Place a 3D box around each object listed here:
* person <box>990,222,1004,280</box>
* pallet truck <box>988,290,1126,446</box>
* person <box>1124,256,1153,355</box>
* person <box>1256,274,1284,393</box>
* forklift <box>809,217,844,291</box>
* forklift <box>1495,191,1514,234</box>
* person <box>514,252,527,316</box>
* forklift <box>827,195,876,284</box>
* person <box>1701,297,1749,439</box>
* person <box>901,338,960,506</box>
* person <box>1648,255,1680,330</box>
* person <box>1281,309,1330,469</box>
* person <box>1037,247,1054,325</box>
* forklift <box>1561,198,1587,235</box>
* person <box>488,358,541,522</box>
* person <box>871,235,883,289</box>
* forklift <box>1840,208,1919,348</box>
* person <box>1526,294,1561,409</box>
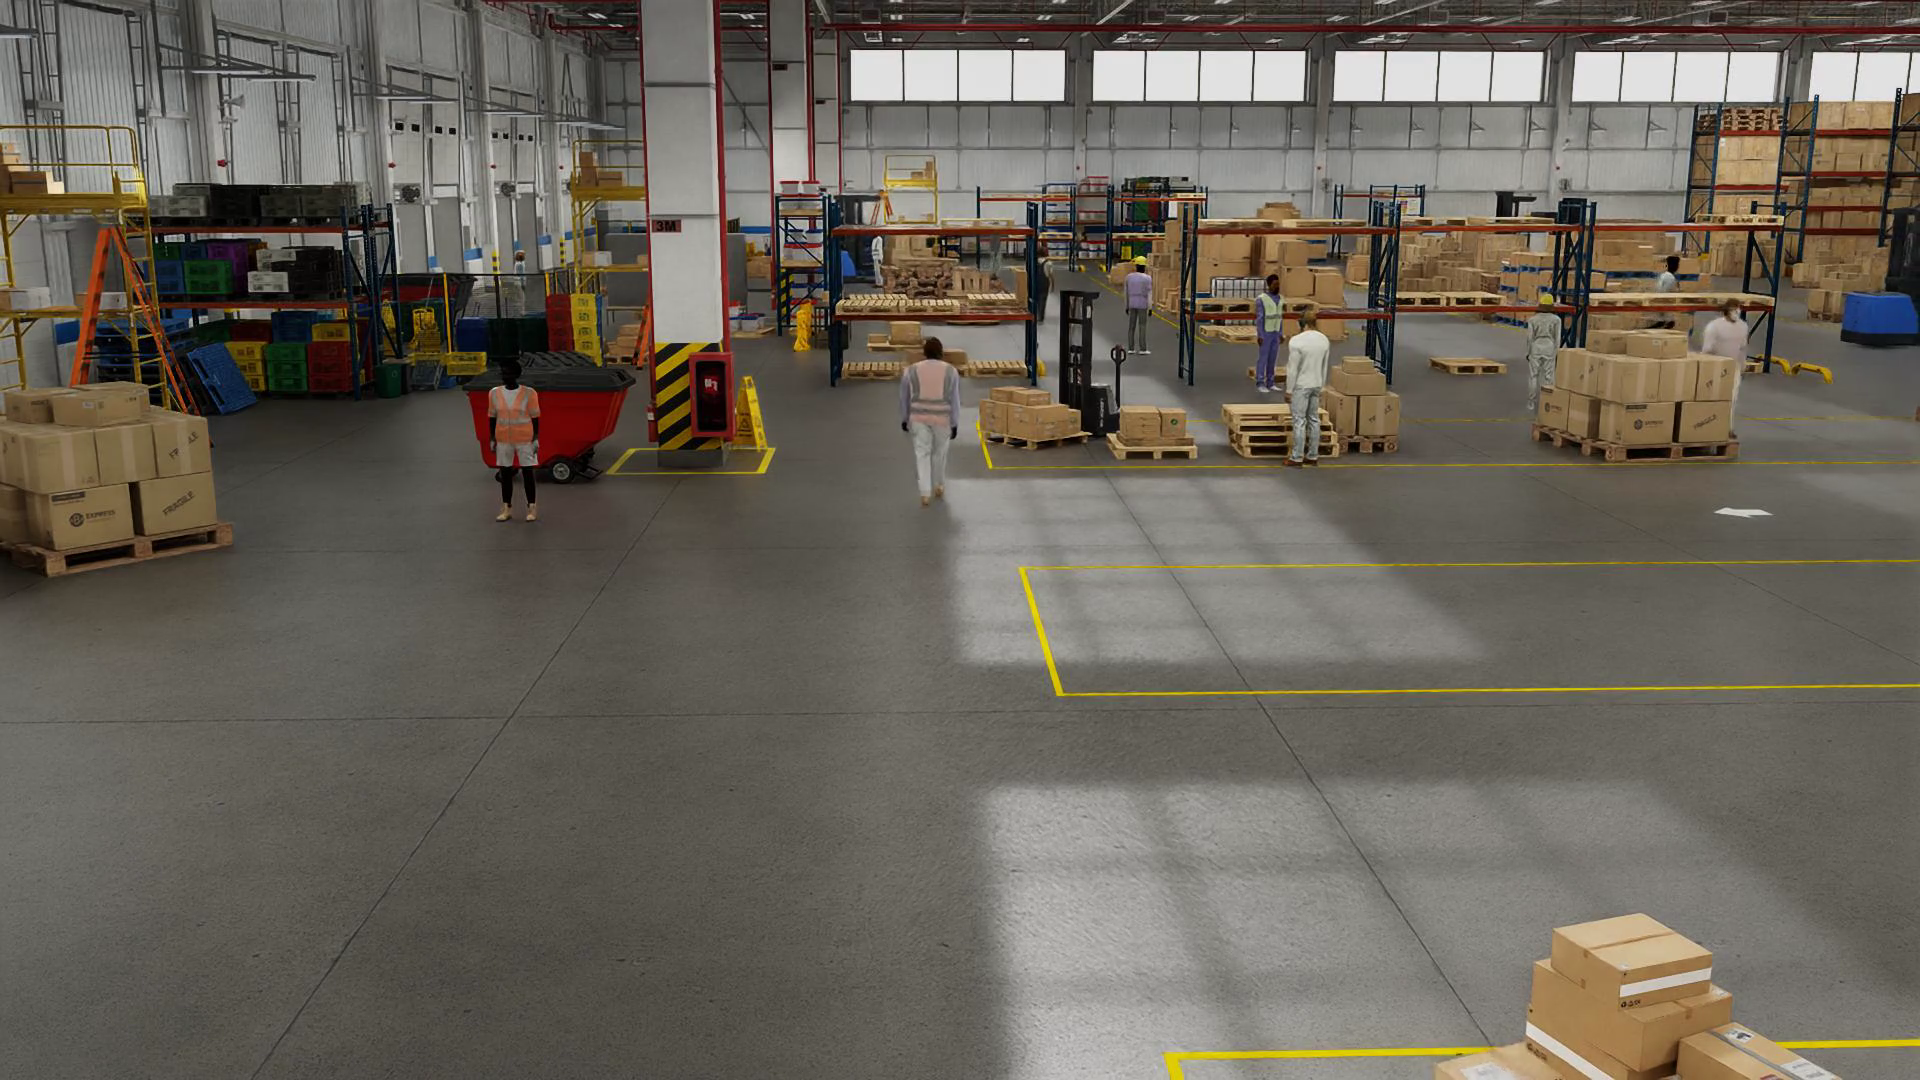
[{"bbox_3d":[1.224,-9.548,55.009,0.519,1.921,0.628,-3,13,-15],"label":"person"},{"bbox_3d":[1.257,-2.299,22.111,1.885,1.965,0.823,-9,15,-35],"label":"pallet truck"},{"bbox_3d":[3.520,-4.605,32.684,0.594,1.925,0.379,9,15,34],"label":"person"},{"bbox_3d":[5.039,-3.358,27.071,0.596,1.918,0.379,-10,16,-39],"label":"person"},{"bbox_3d":[-4.375,-8.619,48.637,1.873,2.768,1.129,0,12,-2],"label":"forklift"},{"bbox_3d":[20.513,-11.778,62.897,1.873,2.768,1.129,0,12,-2],"label":"forklift"},{"bbox_3d":[-10.762,-6.236,40.724,0.318,1.629,0.529,-6,14,-24],"label":"person"},{"bbox_3d":[-3.663,-9.509,52.653,1.873,2.768,1.129,-7,14,-29],"label":"forklift"},{"bbox_3d":[10.292,-2.349,22.544,0.660,1.912,0.721,-3,13,-12],"label":"person"},{"bbox_3d":[-0.326,-1.290,18.022,0.639,1.795,0.963,0,12,0],"label":"person"},{"bbox_3d":[13.953,-4.697,33.059,0.758,1.944,0.609,2,13,7],"label":"person"},{"bbox_3d":[4.186,-1.830,20.160,0.623,1.933,0.373,-9,15,-34],"label":"person"},{"bbox_3d":[1.962,-5.982,39.187,0.537,1.797,0.932,4,13,16],"label":"person"},{"bbox_3d":[17.204,-8.212,46.797,1.873,2.768,1.129,0,12,-2],"label":"forklift"},{"bbox_3d":[-4.553,-1.018,17.004,0.540,1.697,0.316,0,12,2],"label":"person"},{"bbox_3d":[-2.542,-8.665,51.134,0.341,1.881,0.581,-6,14,-24],"label":"person"},{"bbox_3d":[19.286,-5.370,33.965,1.873,2.768,1.129,0,12,-2],"label":"forklift"},{"bbox_3d":[8.807,-2.838,25.119,0.483,1.745,0.306,5,14,23],"label":"person"}]
